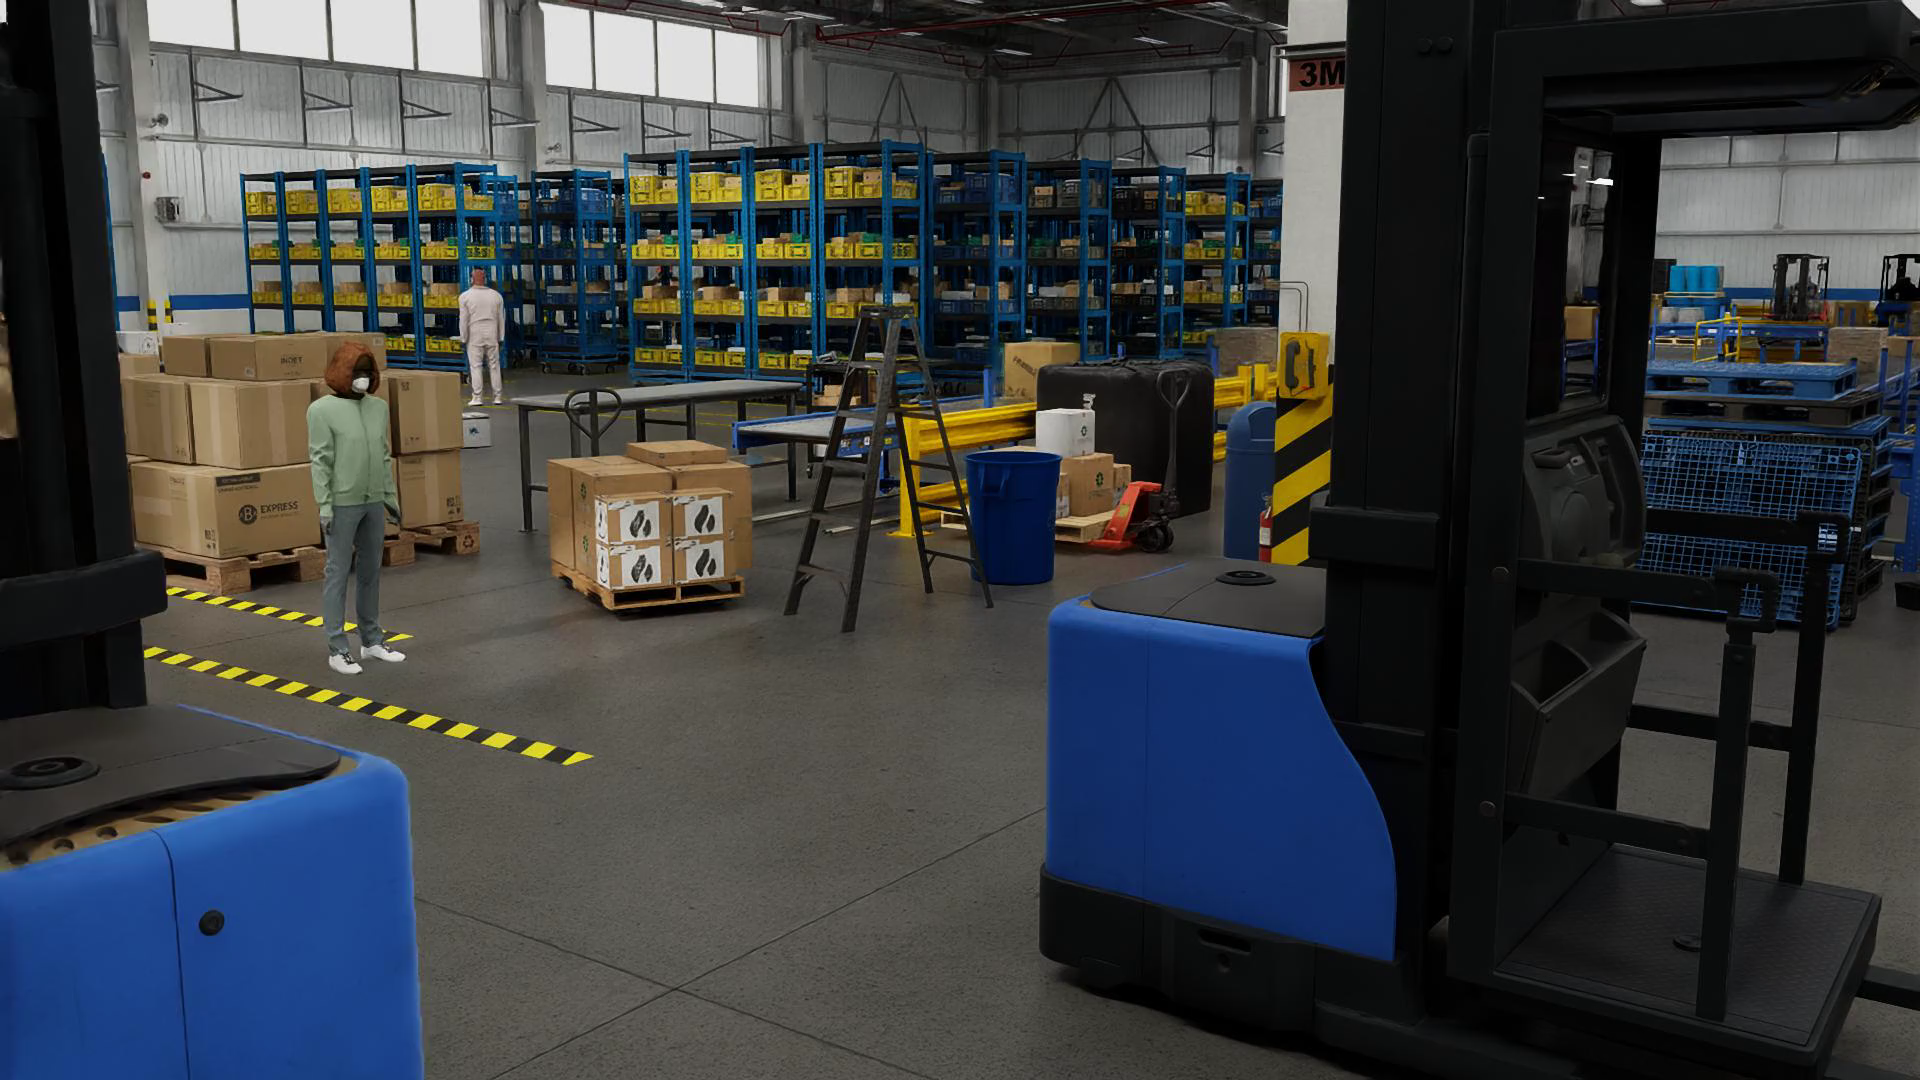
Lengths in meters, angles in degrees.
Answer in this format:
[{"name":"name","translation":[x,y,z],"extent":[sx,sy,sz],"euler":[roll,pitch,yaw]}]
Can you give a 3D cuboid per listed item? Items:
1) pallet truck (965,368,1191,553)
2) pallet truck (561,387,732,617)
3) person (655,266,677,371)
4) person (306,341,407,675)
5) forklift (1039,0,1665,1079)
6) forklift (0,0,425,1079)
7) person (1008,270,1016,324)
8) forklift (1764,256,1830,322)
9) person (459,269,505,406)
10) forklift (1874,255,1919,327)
[{"name":"pallet truck","translation":[0.845,-0.609,11.869],"extent":[1.630,1.274,0.653],"euler":[7,12,35]},{"name":"pallet truck","translation":[-1.981,-0.274,10.088],"extent":[0.680,1.201,1.601],"euler":[-5,11,-28]},{"name":"person","translation":[-5.394,-4.099,30.584],"extent":[0.385,1.993,0.623],"euler":[-5,11,-30]},{"name":"person","translation":[-2.983,-0.166,8.236],"extent":[0.279,1.633,0.498],"euler":[5,11,26]},{"name":"forklift","translation":[1.249,-0.137,4.360],"extent":[1.873,2.768,1.129],"euler":[7,12,35]},{"name":"forklift","translation":[-2.047,0.061,3.179],"extent":[1.873,2.768,1.129],"euler":[7,12,34]},{"name":"person","translation":[1.152,-5.018,36.549],"extent":[0.574,1.830,0.462],"euler":[7,12,36]},{"name":"forklift","translation":[20.253,-5.854,40.139],"extent":[1.157,1.987,2.680],"euler":[7,12,35]},{"name":"person","translation":[-6.699,-2.826,23.271],"extent":[0.649,1.906,0.401],"euler":[-7,12,-36]},{"name":"forklift","translation":[22.089,-5.634,38.796],"extent":[1.157,1.987,2.680],"euler":[6,11,33]}]
